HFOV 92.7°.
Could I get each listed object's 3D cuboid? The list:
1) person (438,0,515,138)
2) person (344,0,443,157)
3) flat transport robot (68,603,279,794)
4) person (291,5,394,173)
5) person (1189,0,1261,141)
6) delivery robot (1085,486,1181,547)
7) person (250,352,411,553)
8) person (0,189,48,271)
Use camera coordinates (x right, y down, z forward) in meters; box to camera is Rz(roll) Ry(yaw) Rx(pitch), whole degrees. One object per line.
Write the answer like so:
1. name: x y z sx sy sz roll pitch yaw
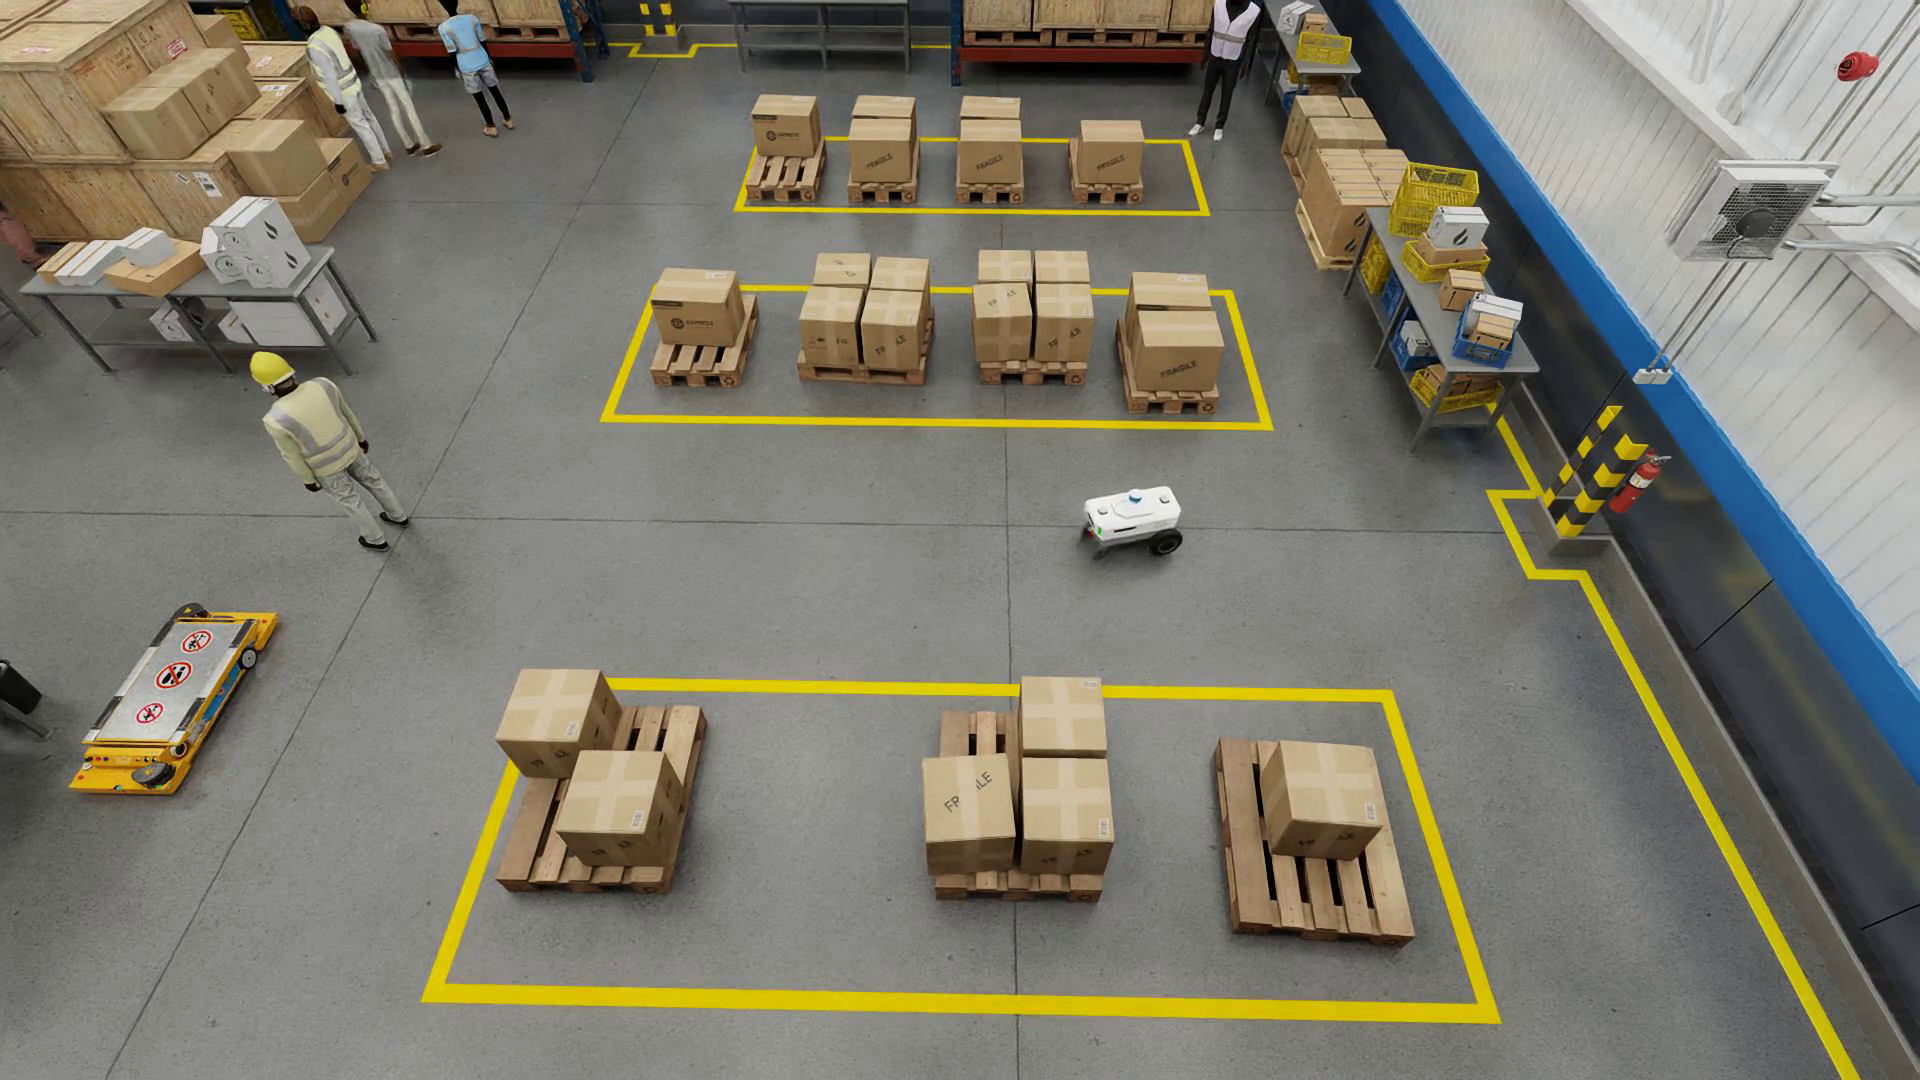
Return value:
1. person: -6.073 -5.927 11.436 0.317 1.695 0.540 31 56 23
2. person: -6.878 -5.571 11.024 0.535 1.868 0.309 4 50 3
3. flat transport robot: -5.504 1.072 6.442 0.652 0.197 1.431 1 50 1
4. person: -7.275 -5.293 10.807 0.430 1.843 0.625 -6 50 -5
5. person: 3.278 -5.950 11.316 0.587 1.913 0.391 21 53 17
6. delivery robot: 1.363 -0.206 7.279 0.707 0.478 0.477 -10 51 -8
7. person: -4.727 -0.649 6.891 0.403 1.826 0.596 15 51 12
8. person: -10.083 -3.688 9.436 0.801 1.873 0.399 37 59 27
